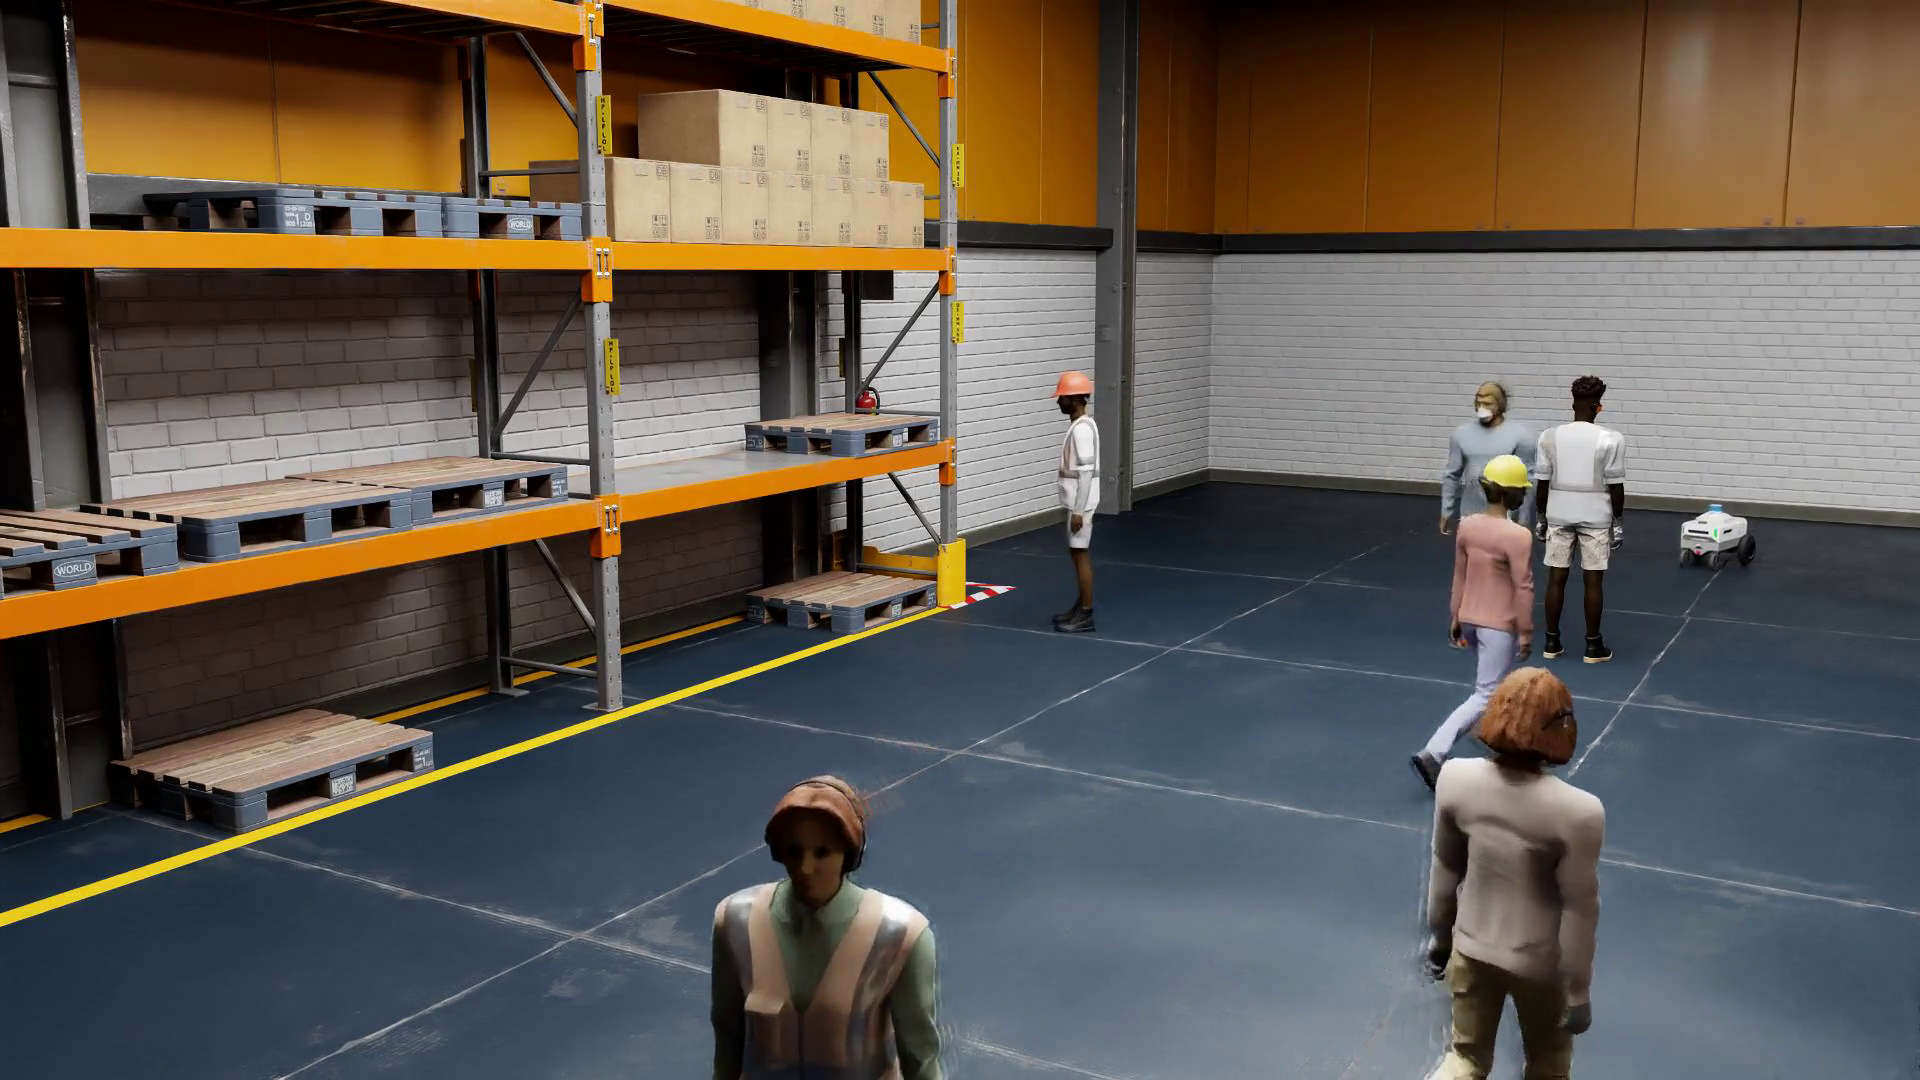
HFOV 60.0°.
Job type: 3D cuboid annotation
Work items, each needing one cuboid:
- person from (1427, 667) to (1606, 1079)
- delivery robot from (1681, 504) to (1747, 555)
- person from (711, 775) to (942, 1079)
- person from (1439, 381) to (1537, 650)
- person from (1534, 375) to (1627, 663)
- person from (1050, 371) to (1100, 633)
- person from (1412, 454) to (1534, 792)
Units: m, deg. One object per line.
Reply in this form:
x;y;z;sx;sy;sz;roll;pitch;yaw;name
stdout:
1.433;1.139;4.455;0.661;1.613;0.500;-7;12;-39;person
6.829;-0.081;15.056;0.707;0.478;0.477;-9;13;-43;delivery robot
-0.284;1.279;3.580;0.528;1.622;0.677;2;9;13;person
3.812;-0.206;11.983;0.646;1.898;1.010;9;13;43;person
4.233;-0.142;11.359;0.604;1.959;0.377;7;11;36;person
0.844;-0.282;12.307;0.376;1.933;0.552;1;9;4;person
2.662;0.429;8.500;0.808;1.741;0.533;-3;10;-21;person
